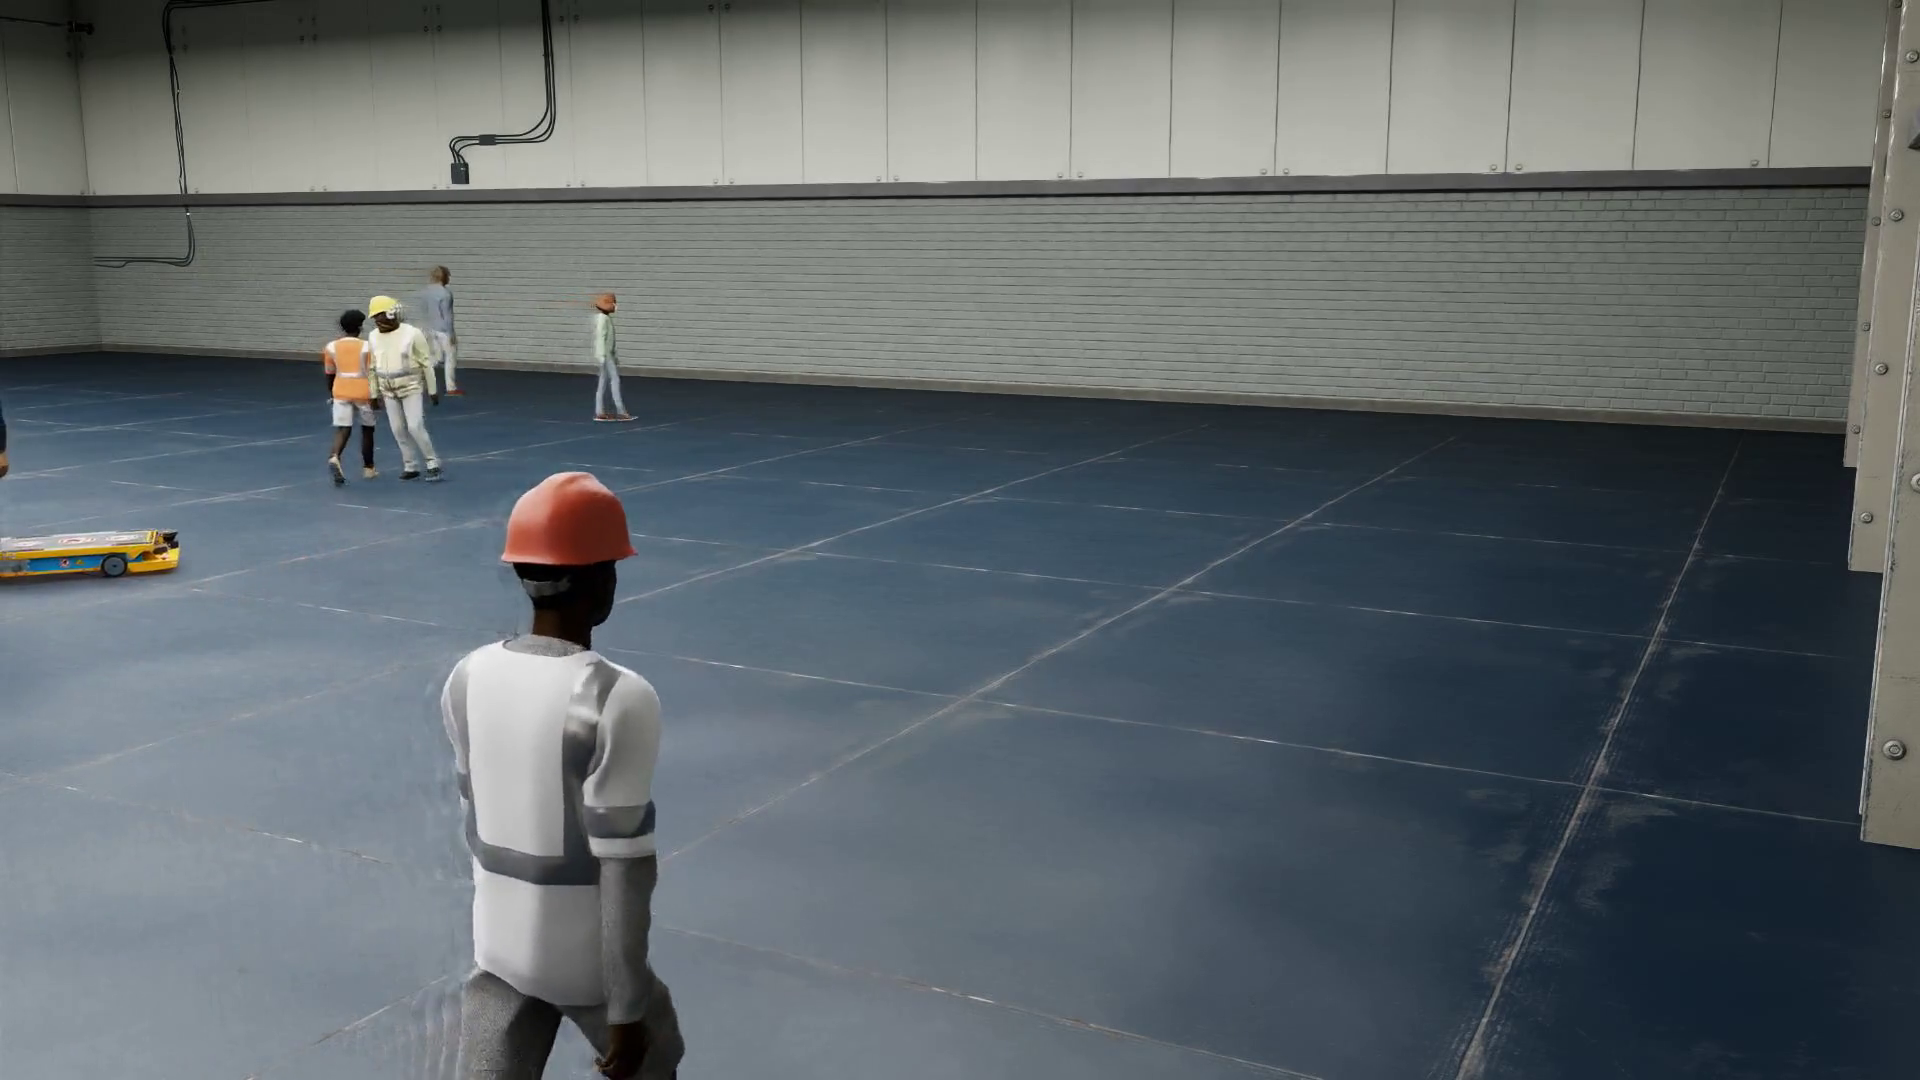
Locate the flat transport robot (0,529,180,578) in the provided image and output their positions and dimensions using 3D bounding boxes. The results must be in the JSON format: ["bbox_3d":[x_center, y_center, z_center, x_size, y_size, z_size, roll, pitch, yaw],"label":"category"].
[{"bbox_3d":[-6.246,0.103,11.607,1.431,0.197,0.652,-4,11,-23],"label":"flat transport robot"}]

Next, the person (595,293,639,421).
[{"bbox_3d":[-4.361,-2.313,21.083,0.629,1.612,0.528,-1,10,-6],"label":"person"}]

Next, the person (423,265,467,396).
[{"bbox_3d":[-7.602,-3.029,24.204,0.690,1.917,0.634,-10,14,-42],"label":"person"}]

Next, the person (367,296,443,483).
[{"bbox_3d":[-5.310,-1.418,15.763,0.617,1.789,0.484,3,11,16],"label":"person"}]

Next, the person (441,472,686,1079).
[{"bbox_3d":[-0.798,0.803,3.405,0.560,1.878,1.052,5,12,27],"label":"person"}]

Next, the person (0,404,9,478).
[{"bbox_3d":[-6.457,-0.570,10.627,0.624,1.973,0.670,-2,11,-8],"label":"person"}]

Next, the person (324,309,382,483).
[{"bbox_3d":[-5.778,-1.358,15.801,0.537,1.668,0.764,0,10,-2],"label":"person"}]
